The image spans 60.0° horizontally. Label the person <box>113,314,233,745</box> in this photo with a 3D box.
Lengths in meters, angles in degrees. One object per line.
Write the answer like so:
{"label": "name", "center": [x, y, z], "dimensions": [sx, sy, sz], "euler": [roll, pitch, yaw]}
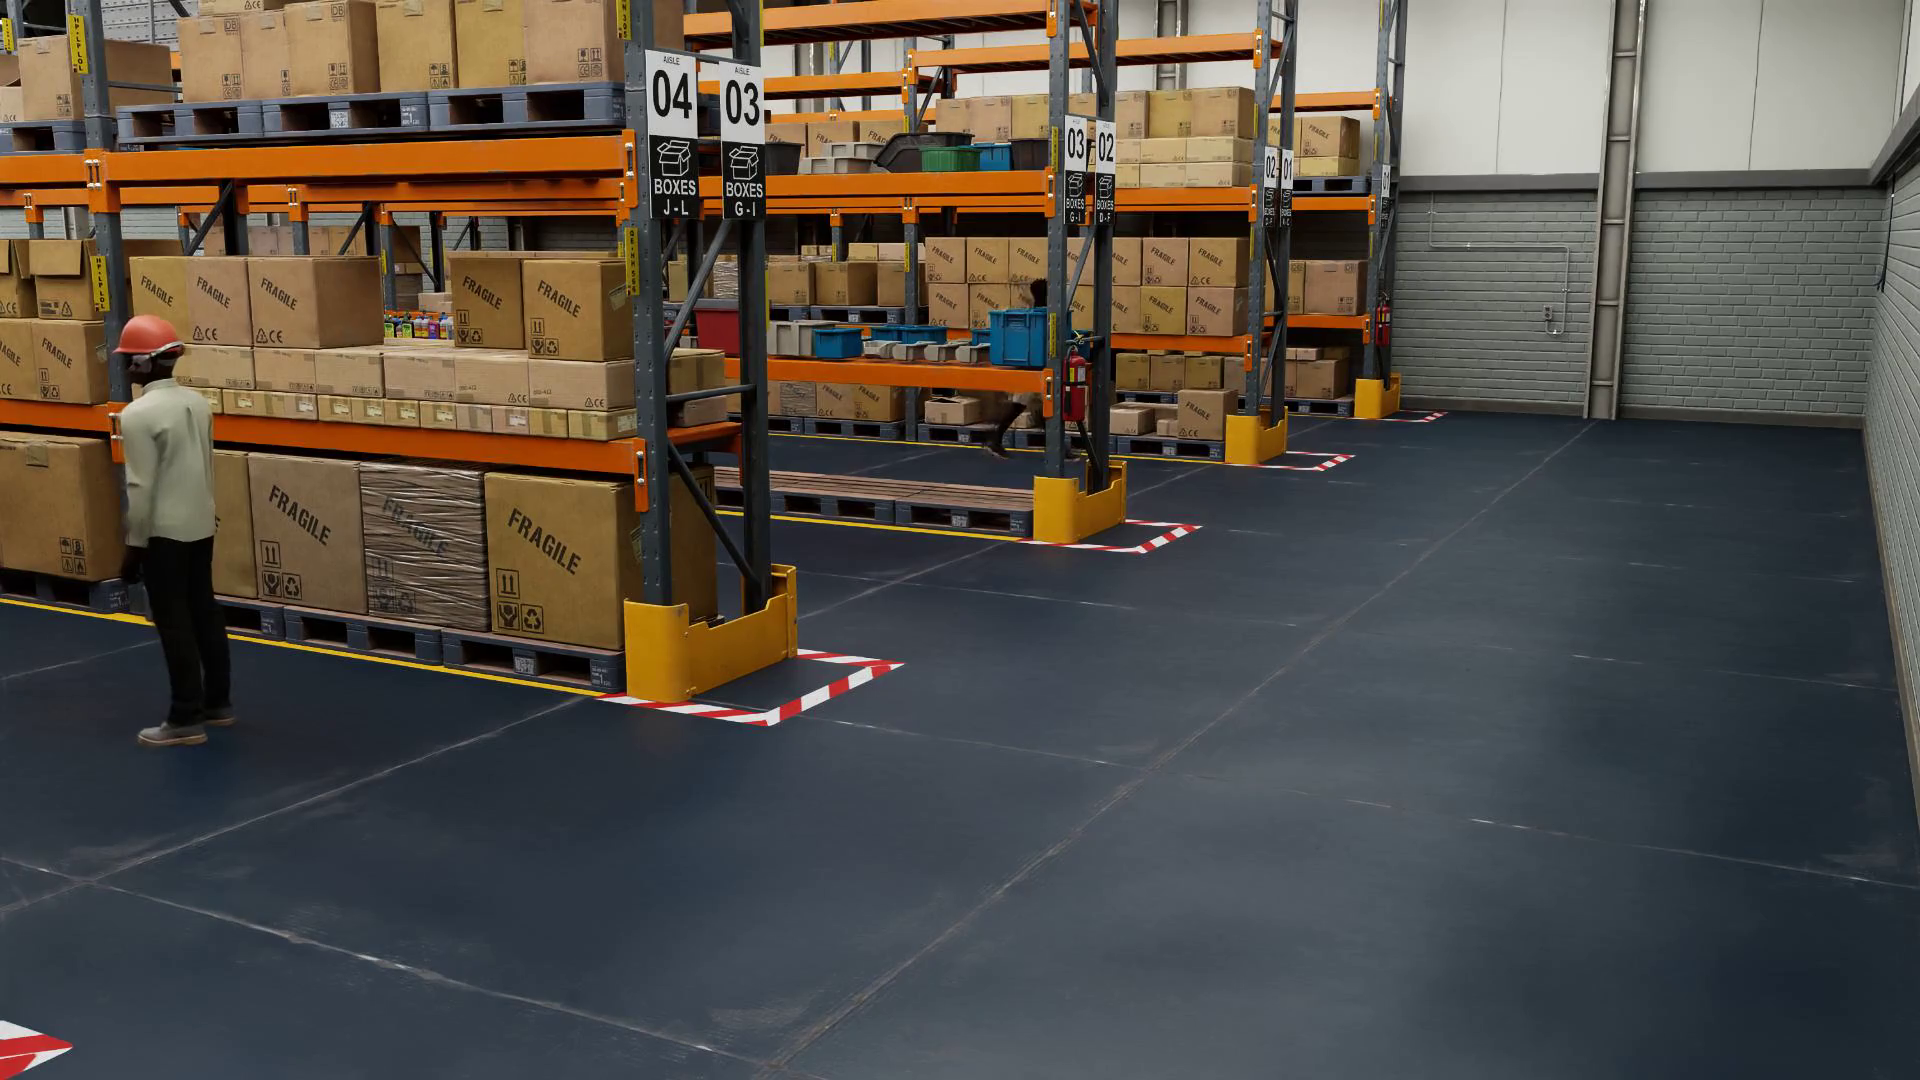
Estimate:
{"label": "person", "center": [-3.674, -0.049, 7.743], "dimensions": [0.381, 1.995, 0.610], "euler": [1, 10, 4]}

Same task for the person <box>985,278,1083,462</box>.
{"label": "person", "center": [0.750, -1.765, 17.326], "dimensions": [1.029, 1.925, 0.600], "euler": [5, 12, 27]}
